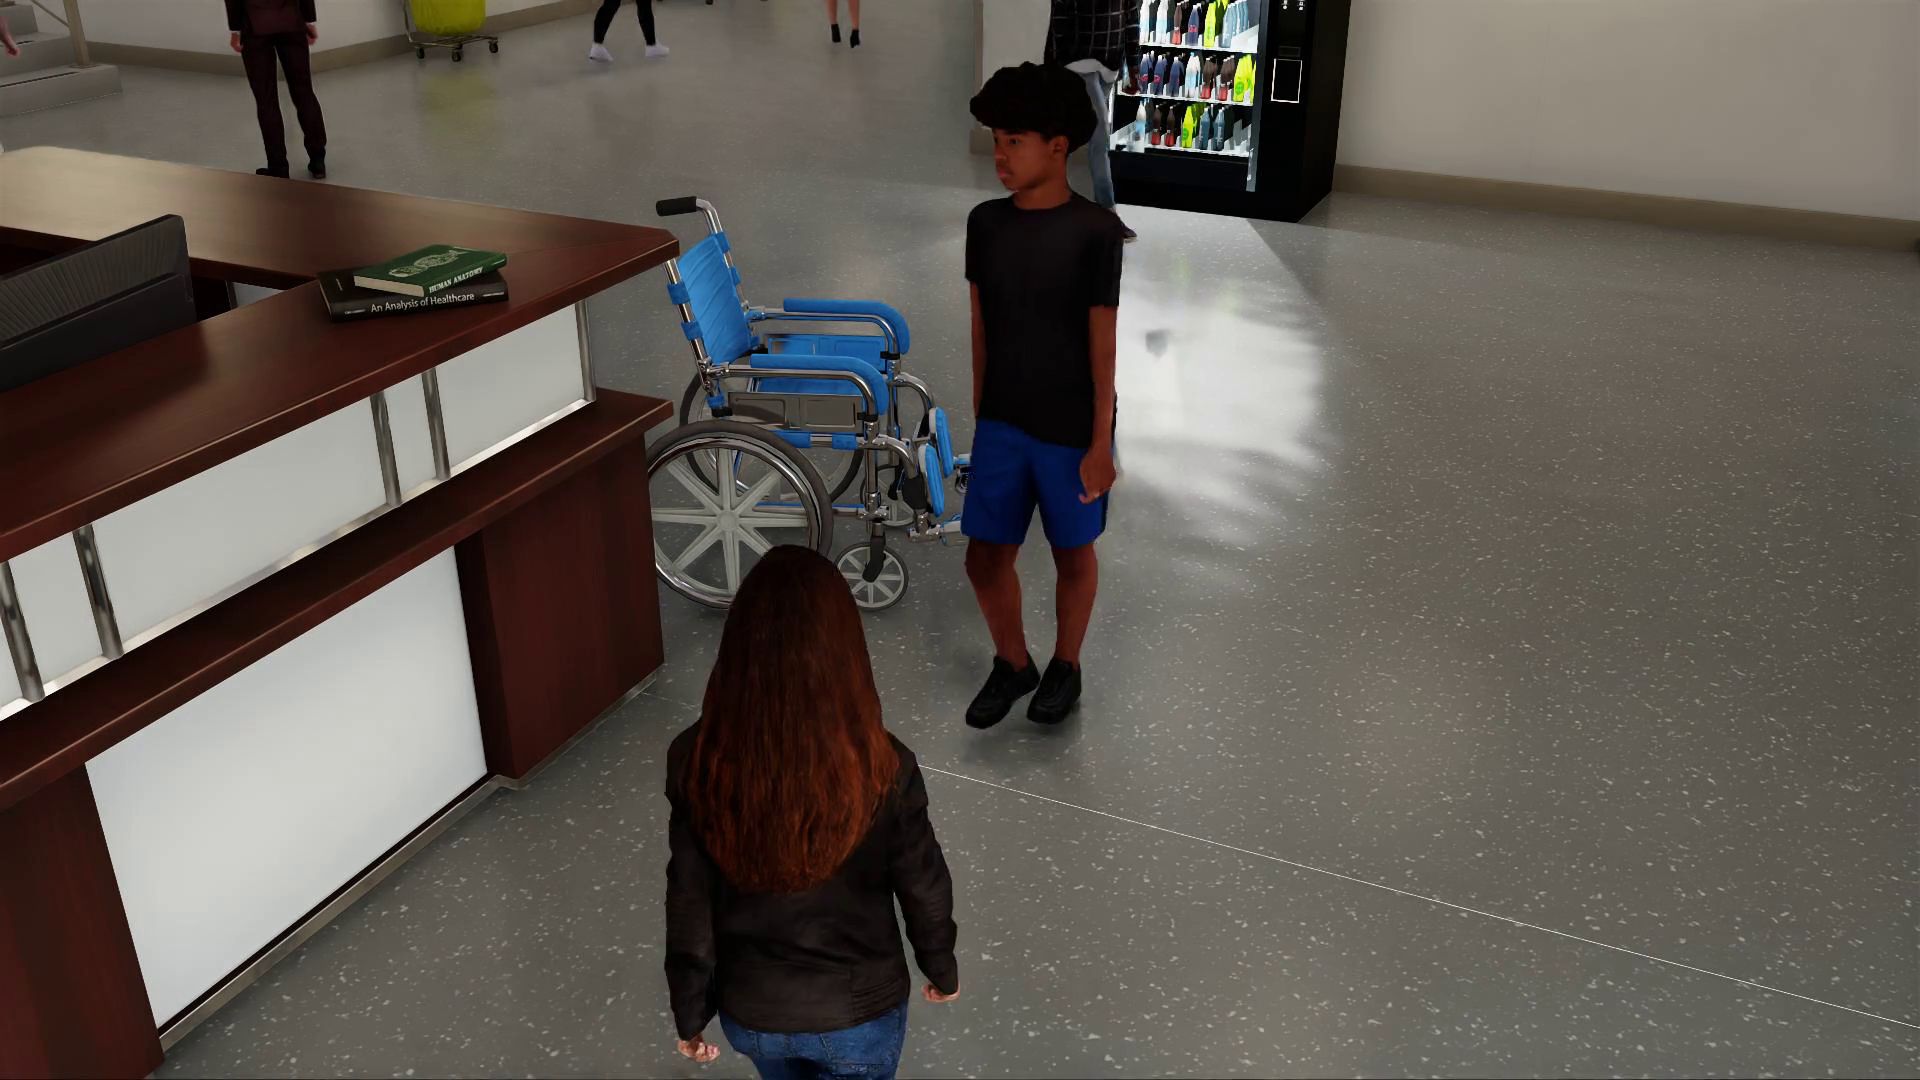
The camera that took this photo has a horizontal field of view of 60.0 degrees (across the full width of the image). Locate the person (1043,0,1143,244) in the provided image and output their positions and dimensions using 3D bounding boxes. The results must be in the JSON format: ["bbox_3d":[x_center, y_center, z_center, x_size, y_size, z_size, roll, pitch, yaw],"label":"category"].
[{"bbox_3d":[0.636,-2.531,8.890,1.105,1.772,1.343,-16,30,-30],"label":"person"}]

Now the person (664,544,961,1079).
[{"bbox_3d":[-0.240,0.738,2.491,0.945,1.442,0.781,5,26,10],"label":"person"}]

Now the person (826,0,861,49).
[{"bbox_3d":[-1.063,-5.045,14.406,1.008,1.510,0.973,-4,26,-9],"label":"person"}]

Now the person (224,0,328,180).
[{"bbox_3d":[-4.121,-3.093,9.948,0.773,1.865,0.743,-21,33,-37],"label":"person"}]

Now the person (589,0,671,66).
[{"bbox_3d":[-2.796,-4.655,13.490,1.084,1.602,0.789,16,30,30],"label":"person"}]

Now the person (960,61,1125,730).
[{"bbox_3d":[0.261,-0.346,4.353,0.546,1.777,0.669,11,28,22],"label":"person"}]
